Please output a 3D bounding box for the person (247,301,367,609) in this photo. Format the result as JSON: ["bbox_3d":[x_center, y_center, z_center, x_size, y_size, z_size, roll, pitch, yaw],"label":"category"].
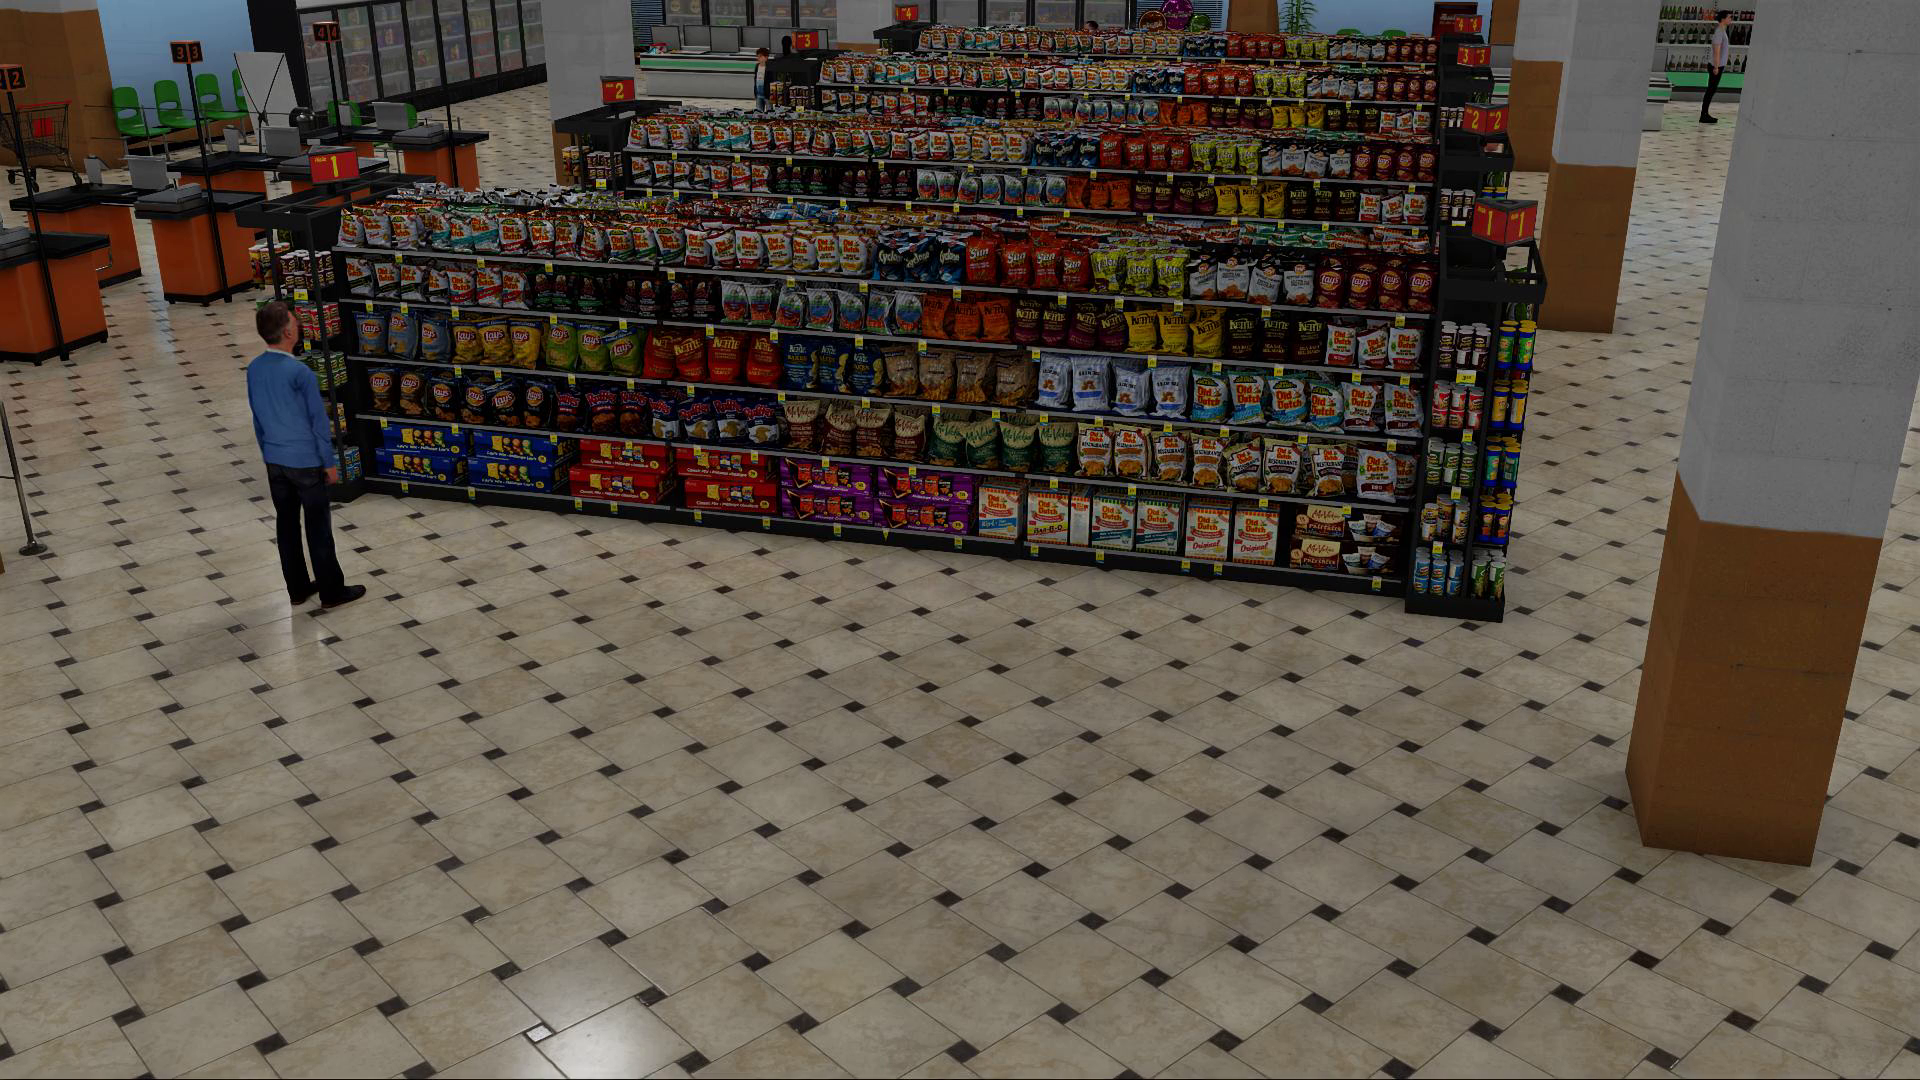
[{"bbox_3d":[-3.853,-0.486,9.638,0.549,1.820,0.744,9,24,22],"label":"person"}]

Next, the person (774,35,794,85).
[{"bbox_3d":[-2.711,-7.131,26.365,0.627,1.678,0.749,-1,22,-2],"label":"person"}]

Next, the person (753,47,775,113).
[{"bbox_3d":[-3.163,-7.214,26.882,0.524,1.447,0.647,12,25,27],"label":"person"}]

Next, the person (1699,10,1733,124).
[{"bbox_3d":[13.056,-8.183,28.735,0.597,1.863,0.712,10,24,23],"label":"person"}]
